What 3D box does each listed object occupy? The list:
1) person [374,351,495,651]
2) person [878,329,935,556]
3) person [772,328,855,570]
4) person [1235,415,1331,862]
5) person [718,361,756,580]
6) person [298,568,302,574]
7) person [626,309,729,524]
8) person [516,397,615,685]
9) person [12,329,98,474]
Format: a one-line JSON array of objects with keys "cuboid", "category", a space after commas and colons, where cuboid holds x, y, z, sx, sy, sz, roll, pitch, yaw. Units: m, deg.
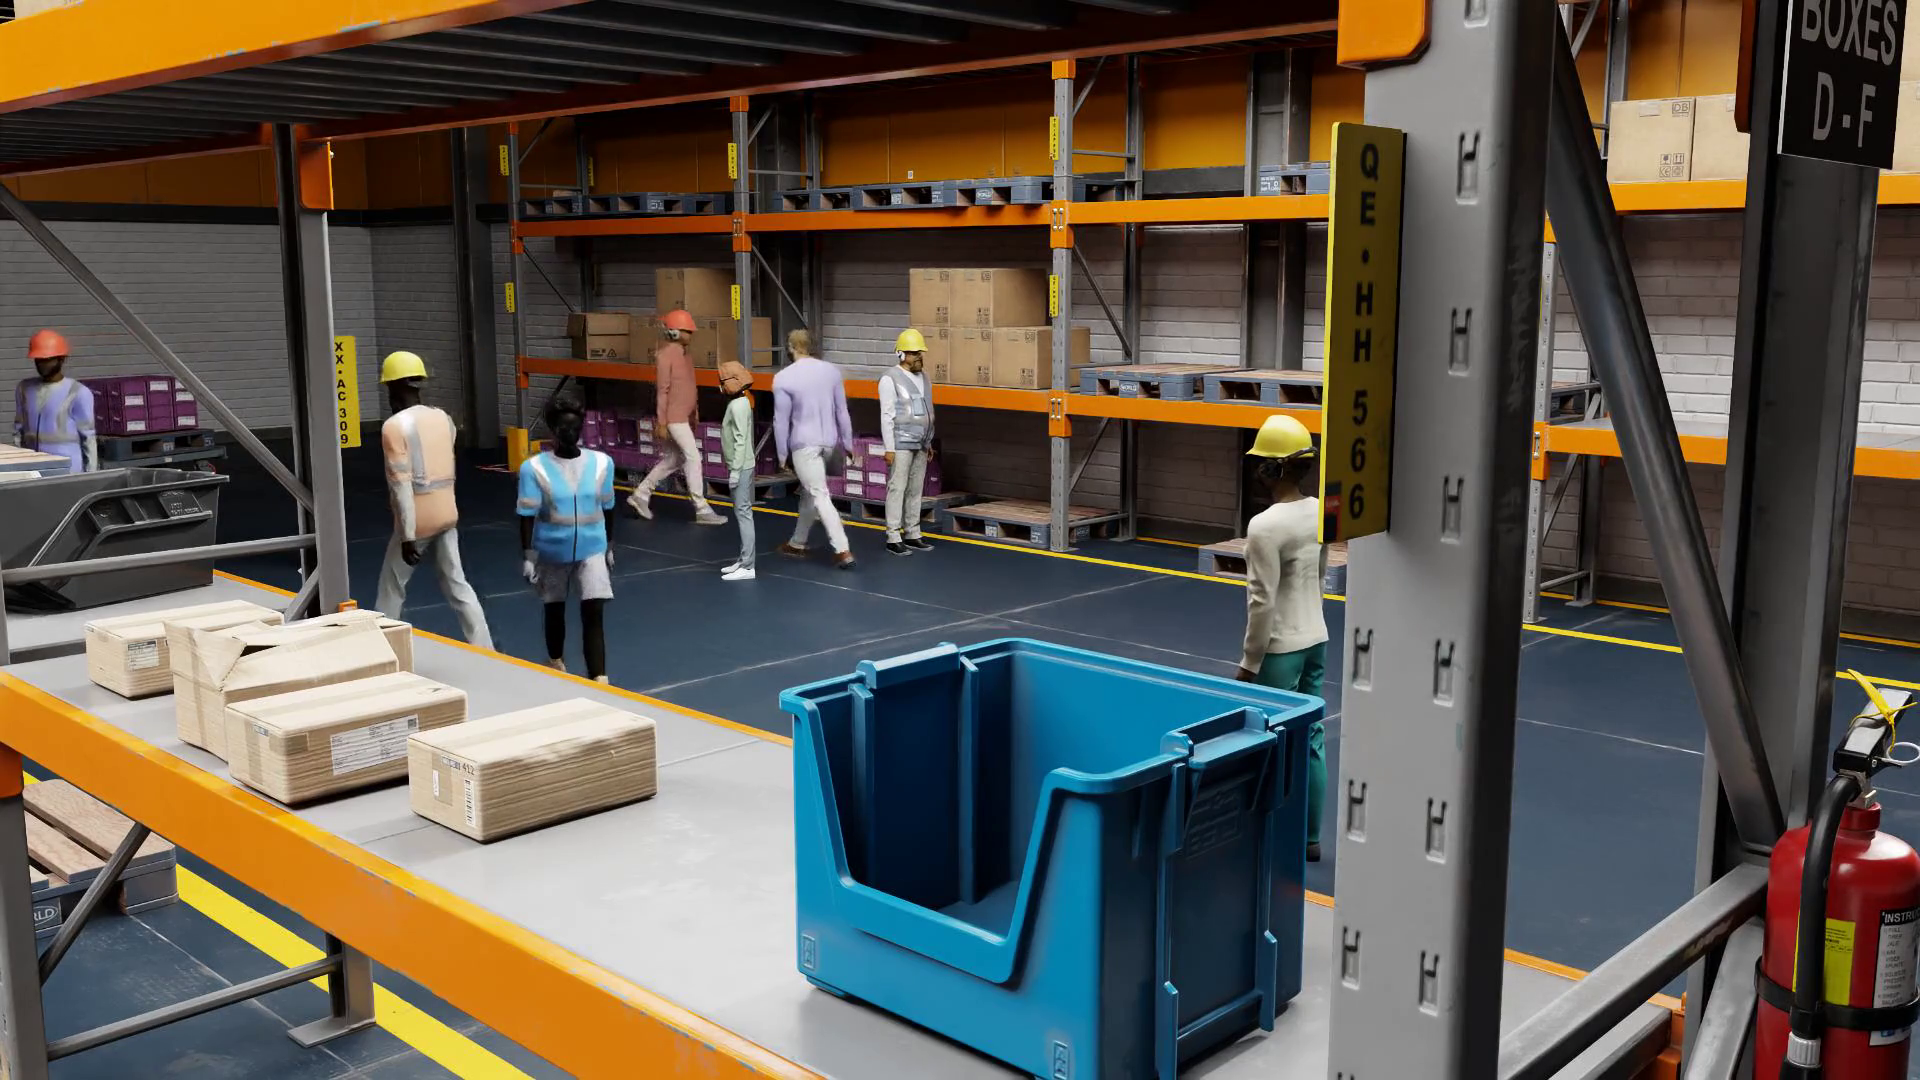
[{"cuboid": [-3.024, -0.116, 9.281, 1.003, 1.858, 0.610, 3, 10, 18], "category": "person"}, {"cuboid": [-0.407, -0.794, 13.519, 0.404, 1.829, 0.600, 7, 11, 35], "category": "person"}, {"cuboid": [-1.111, -0.714, 12.973, 0.697, 1.864, 1.047, -9, 13, -44], "category": "person"}, {"cuboid": [1.221, 0.408, 6.347, 0.322, 1.769, 0.523, 8, 12, 40], "category": "person"}, {"cuboid": [-1.666, -0.520, 12.447, 0.288, 1.633, 0.497, -1, 9, -7], "category": "person"}, {"cuboid": [-4.903, -0.705, 12.703, 0.391, 1.920, 0.587, -2, 9, -13], "category": "person"}, {"cuboid": [-2.617, -1.122, 15.163, 0.972, 1.959, 0.628, 2, 9, 11], "category": "person"}, {"cuboid": [-2.070, 0.066, 8.808, 0.541, 1.643, 0.891, -4, 10, -24], "category": "person"}, {"cuboid": [-6.297, -0.522, 11.628, 0.560, 1.909, 0.899, 2, 9, 11], "category": "person"}]
